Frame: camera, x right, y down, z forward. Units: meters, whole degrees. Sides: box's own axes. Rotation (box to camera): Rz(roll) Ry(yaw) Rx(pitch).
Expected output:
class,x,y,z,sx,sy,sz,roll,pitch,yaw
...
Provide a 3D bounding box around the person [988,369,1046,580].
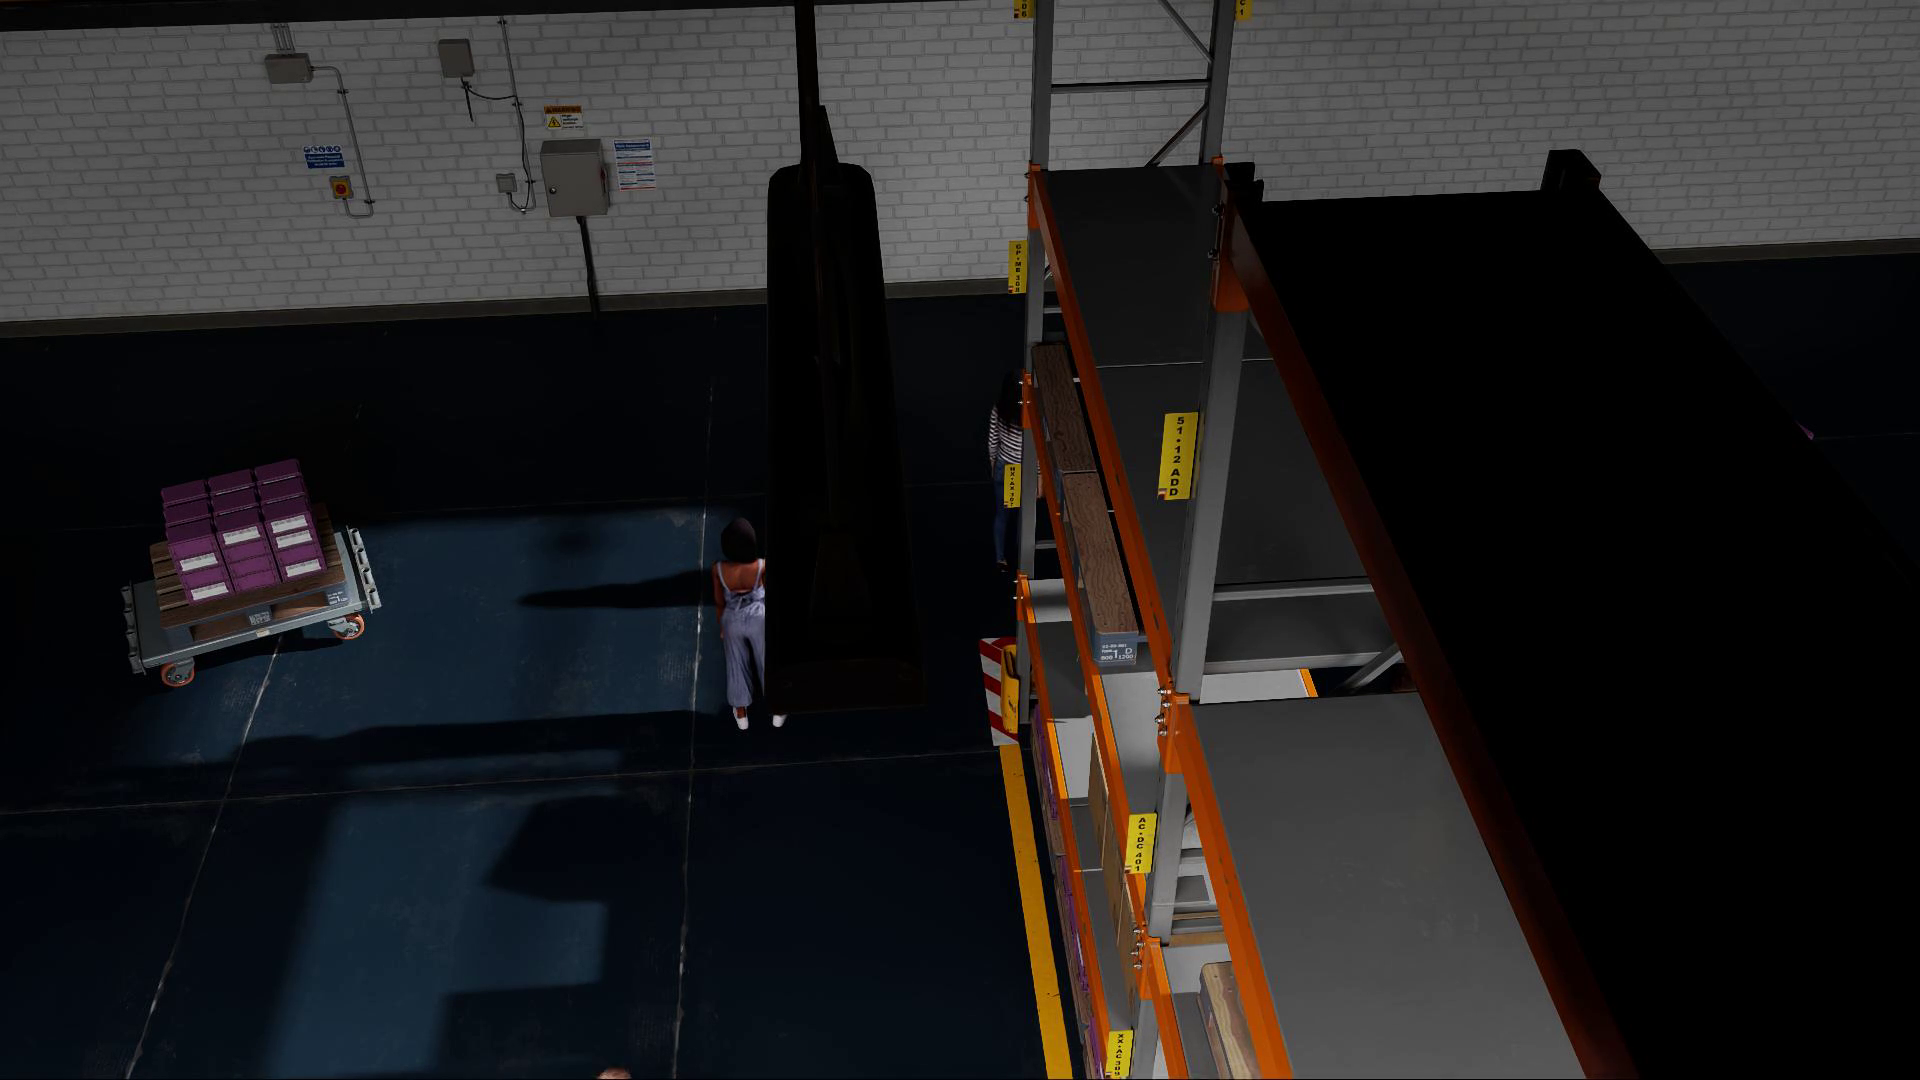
class,x,y,z,sx,sy,sz,roll,pitch,yaw
person,0.394,-0.445,11.968,0.647,1.796,0.697,25,45,28

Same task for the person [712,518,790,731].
class,x,y,z,sx,sy,sz,roll,pitch,yaw
person,-1.366,0.554,10.795,0.578,1.700,0.516,-2,39,-2
